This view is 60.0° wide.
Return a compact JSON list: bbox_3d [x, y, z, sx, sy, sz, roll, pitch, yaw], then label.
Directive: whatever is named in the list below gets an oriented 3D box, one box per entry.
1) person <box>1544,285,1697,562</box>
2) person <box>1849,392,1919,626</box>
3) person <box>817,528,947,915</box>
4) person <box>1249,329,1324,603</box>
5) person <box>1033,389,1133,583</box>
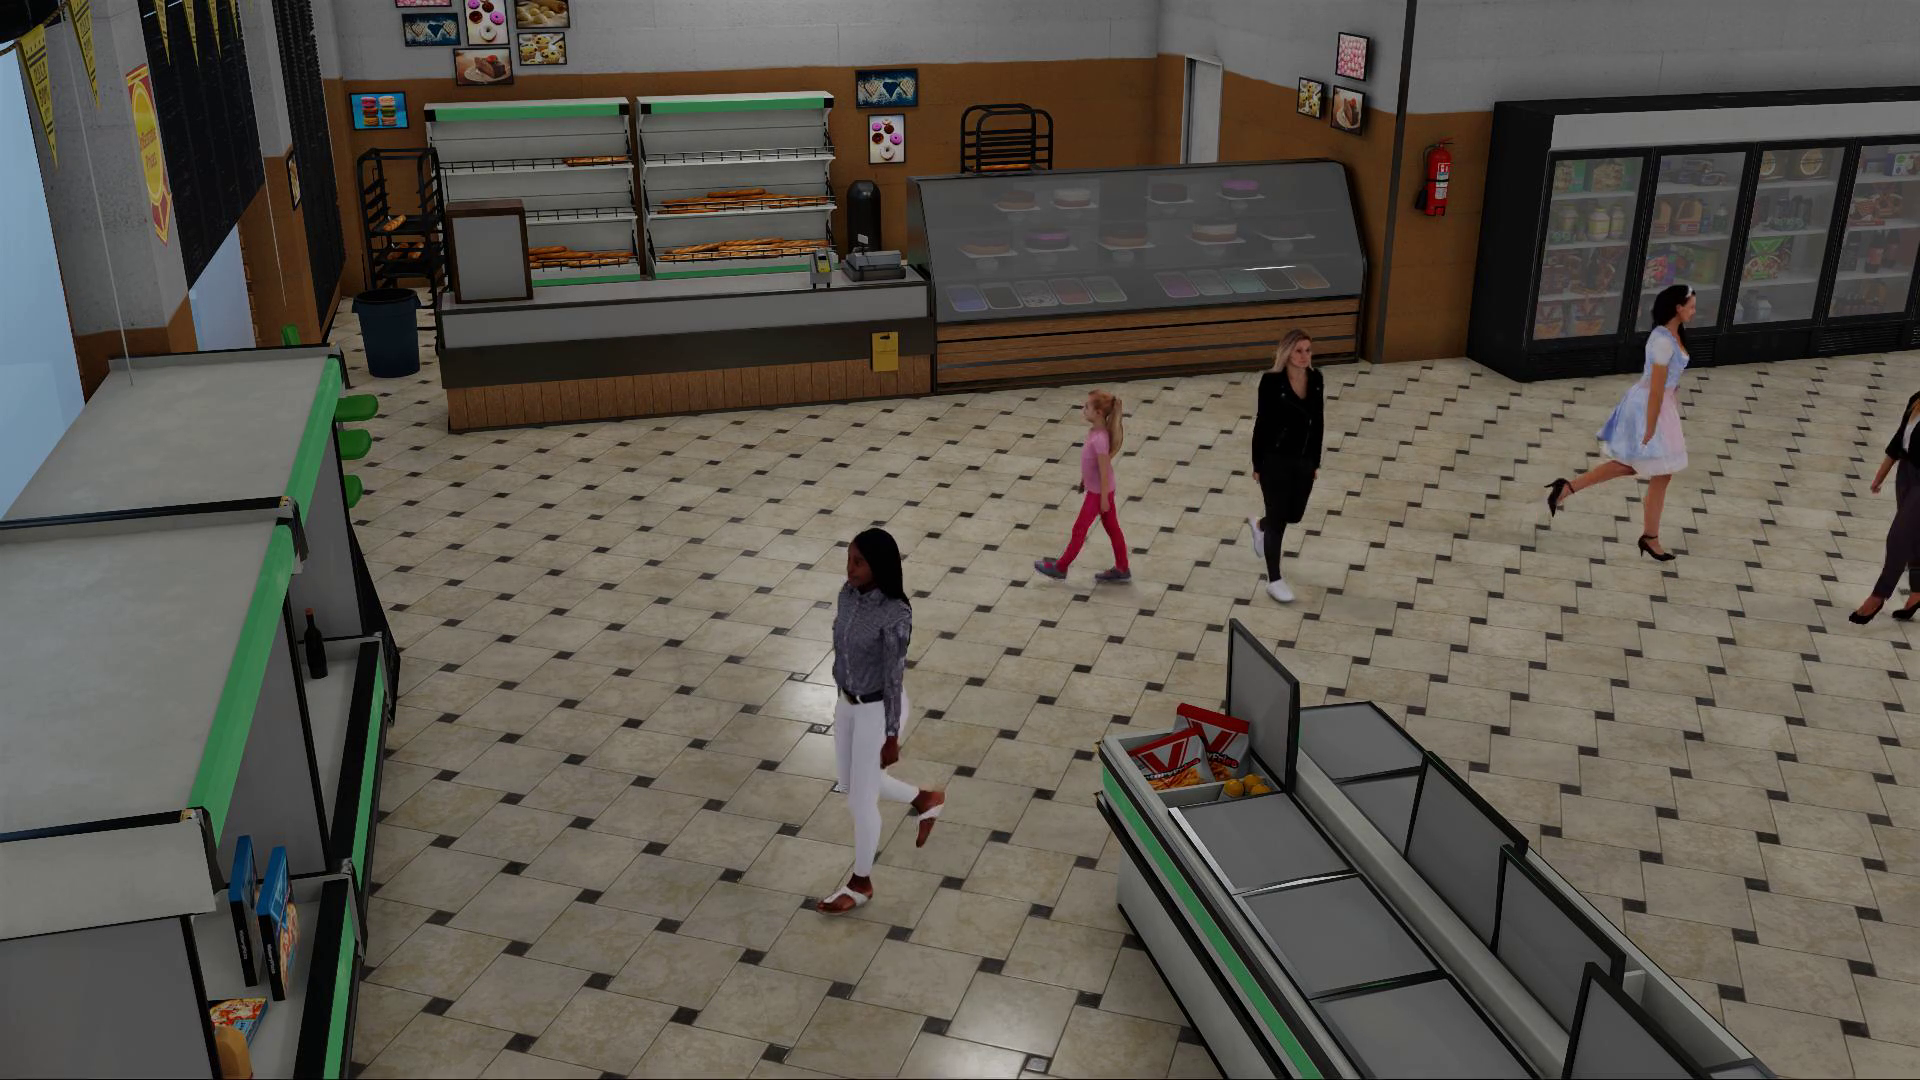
[{"bbox_3d":[4.279,-0.740,10.617,1.136,1.784,1.131,11,24,25],"label":"person"},{"bbox_3d":[5.665,-0.289,9.665,0.736,1.656,0.764,-3,22,-6],"label":"person"},{"bbox_3d":[-0.314,0.745,7.023,0.887,1.706,0.984,-16,27,-34],"label":"person"},{"bbox_3d":[1.943,-0.488,10.146,0.627,1.667,0.931,-7,23,-17],"label":"person"},{"bbox_3d":[0.927,-0.310,10.265,0.744,1.248,0.844,2,22,6],"label":"person"}]
